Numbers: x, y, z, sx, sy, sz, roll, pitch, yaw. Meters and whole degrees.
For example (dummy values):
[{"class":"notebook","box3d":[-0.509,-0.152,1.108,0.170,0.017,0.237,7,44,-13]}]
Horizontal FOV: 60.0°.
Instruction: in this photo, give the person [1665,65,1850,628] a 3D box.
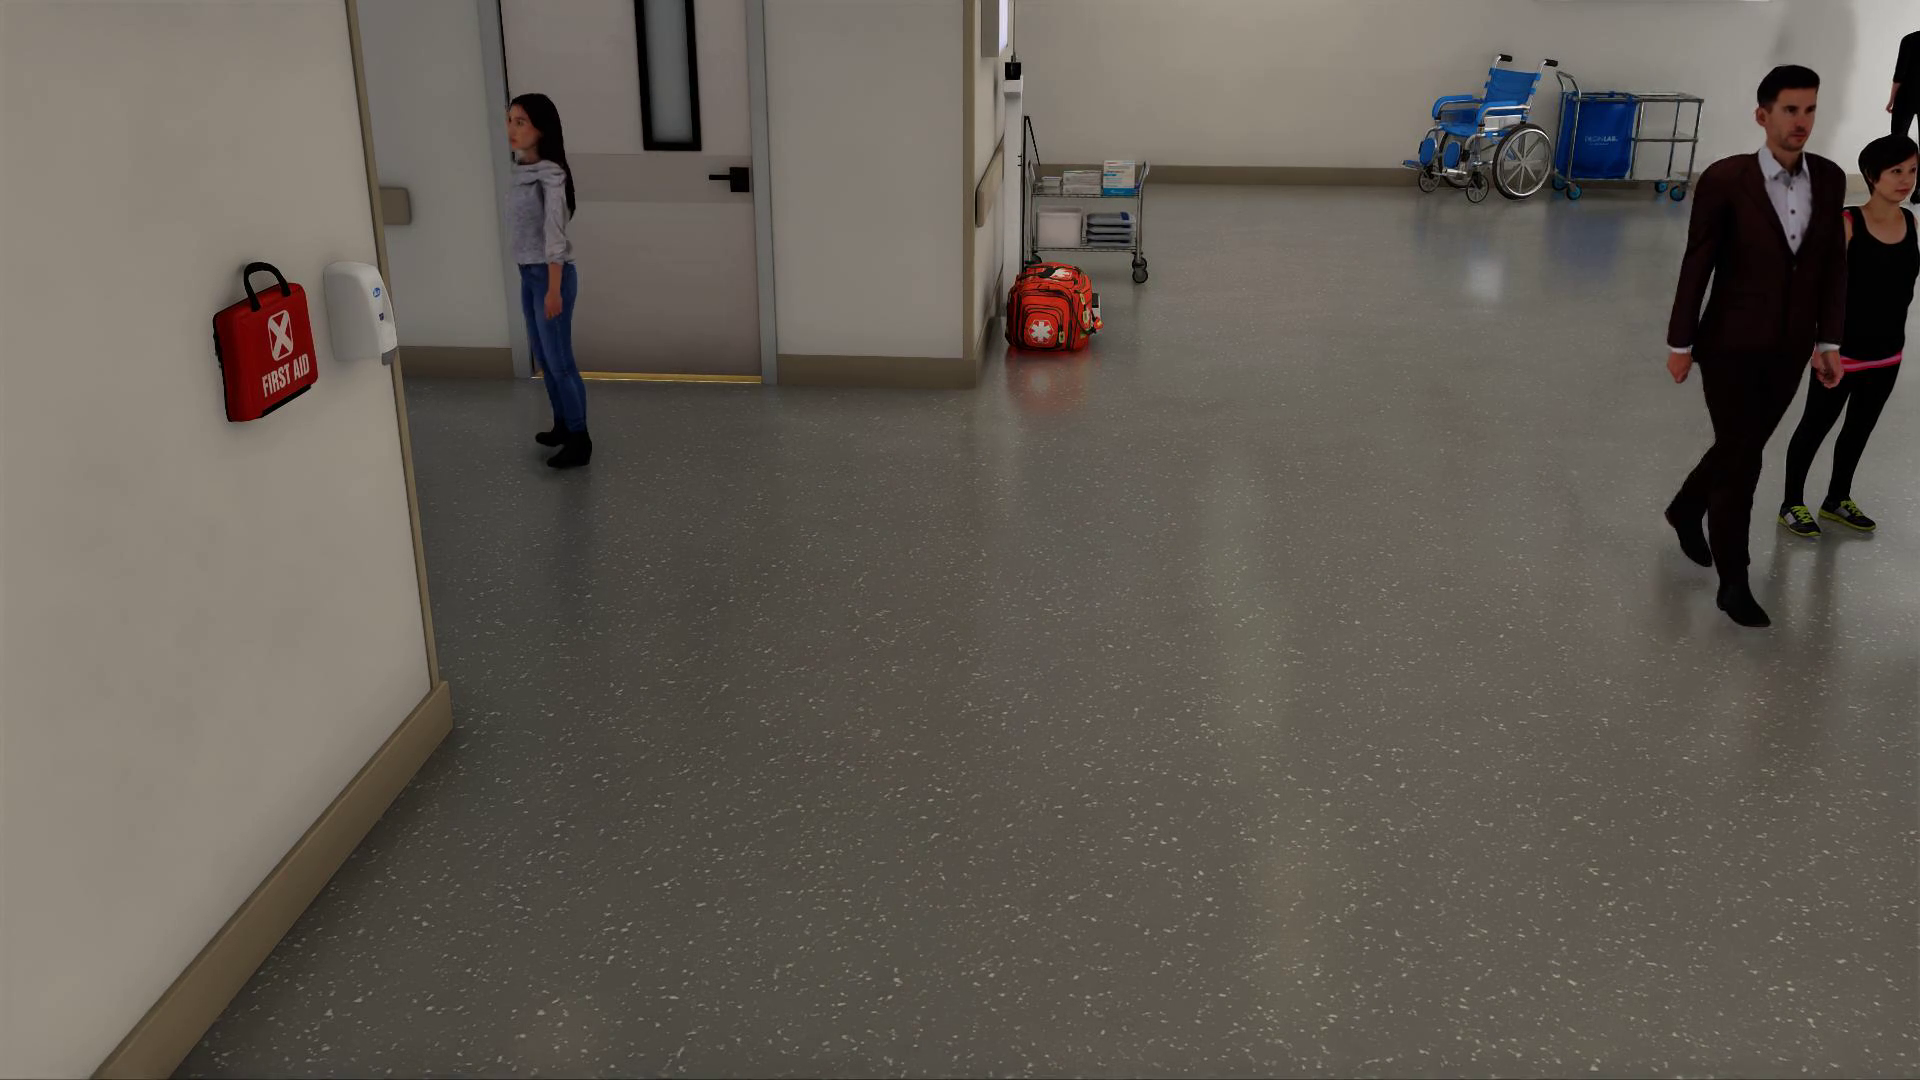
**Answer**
[{"class":"person","box3d":[2.747,-0.699,5.818,0.836,1.839,1.246,-2,21,-6]}]

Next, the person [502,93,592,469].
[{"class":"person","box3d":[-1.792,-1.122,7.235,0.806,1.627,0.681,-7,22,-18]}]

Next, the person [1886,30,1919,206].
[{"class":"person","box3d":[7.954,-3.630,13.810,0.625,1.661,0.586,5,21,13]}]

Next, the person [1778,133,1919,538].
[{"class":"person","box3d":[3.490,-0.790,6.462,0.610,1.553,0.608,-6,22,-15]}]
